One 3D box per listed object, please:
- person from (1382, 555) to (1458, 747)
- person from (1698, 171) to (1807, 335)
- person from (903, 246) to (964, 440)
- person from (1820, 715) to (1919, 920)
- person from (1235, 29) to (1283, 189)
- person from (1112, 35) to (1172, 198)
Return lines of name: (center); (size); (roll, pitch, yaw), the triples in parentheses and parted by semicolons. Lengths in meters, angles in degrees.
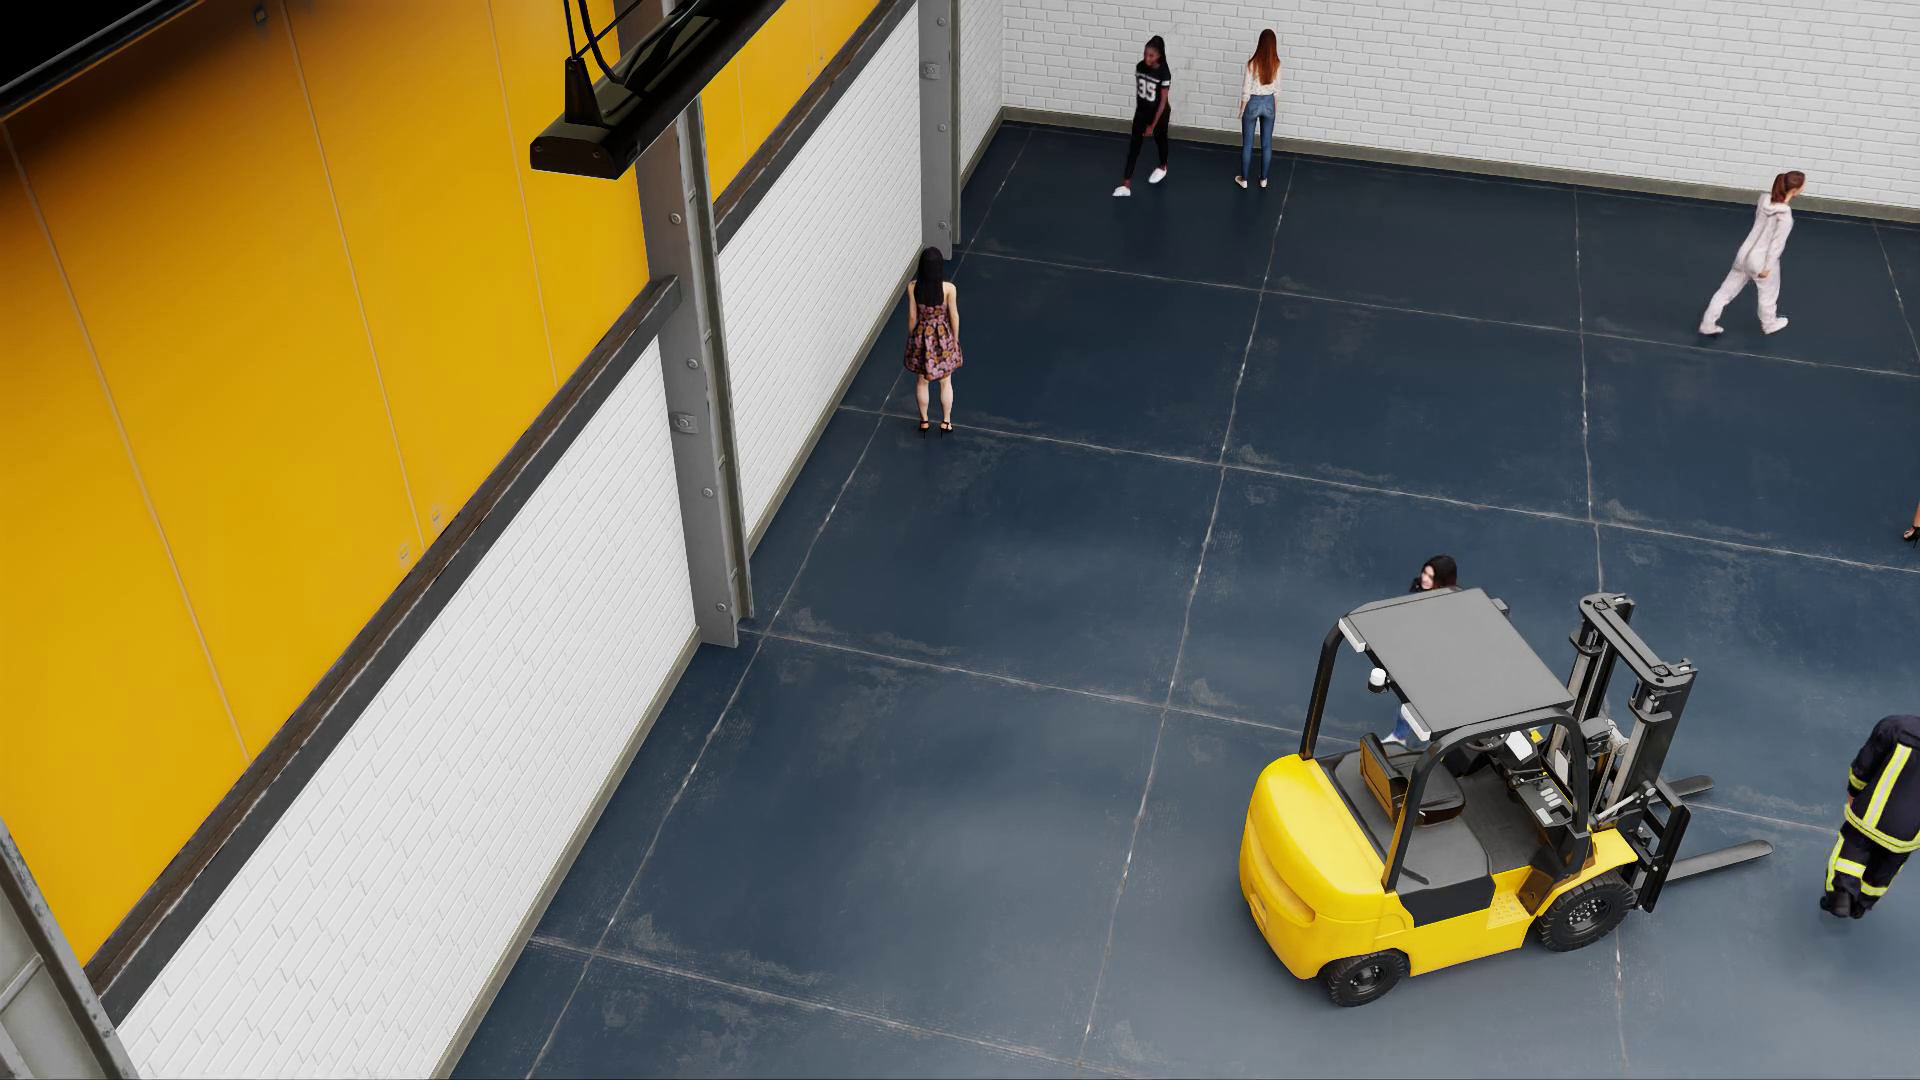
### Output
person: (3.112, 0.734, 11.012); (1.047, 1.610, 1.016); (-17, 42, -20)
person: (7.170, -2.556, 15.104); (1.043, 1.643, 1.092); (-11, 40, -13)
person: (-0.229, -1.641, 13.855); (0.706, 1.773, 0.716); (3, 39, 4)
person: (5.486, 1.582, 9.706); (0.876, 1.914, 0.903); (19, 42, 22)
person: (3.160, -4.545, 17.527); (0.636, 1.728, 0.609); (-2, 39, -3)
person: (2.058, -4.451, 17.448); (0.886, 1.681, 1.243); (26, 46, 29)
